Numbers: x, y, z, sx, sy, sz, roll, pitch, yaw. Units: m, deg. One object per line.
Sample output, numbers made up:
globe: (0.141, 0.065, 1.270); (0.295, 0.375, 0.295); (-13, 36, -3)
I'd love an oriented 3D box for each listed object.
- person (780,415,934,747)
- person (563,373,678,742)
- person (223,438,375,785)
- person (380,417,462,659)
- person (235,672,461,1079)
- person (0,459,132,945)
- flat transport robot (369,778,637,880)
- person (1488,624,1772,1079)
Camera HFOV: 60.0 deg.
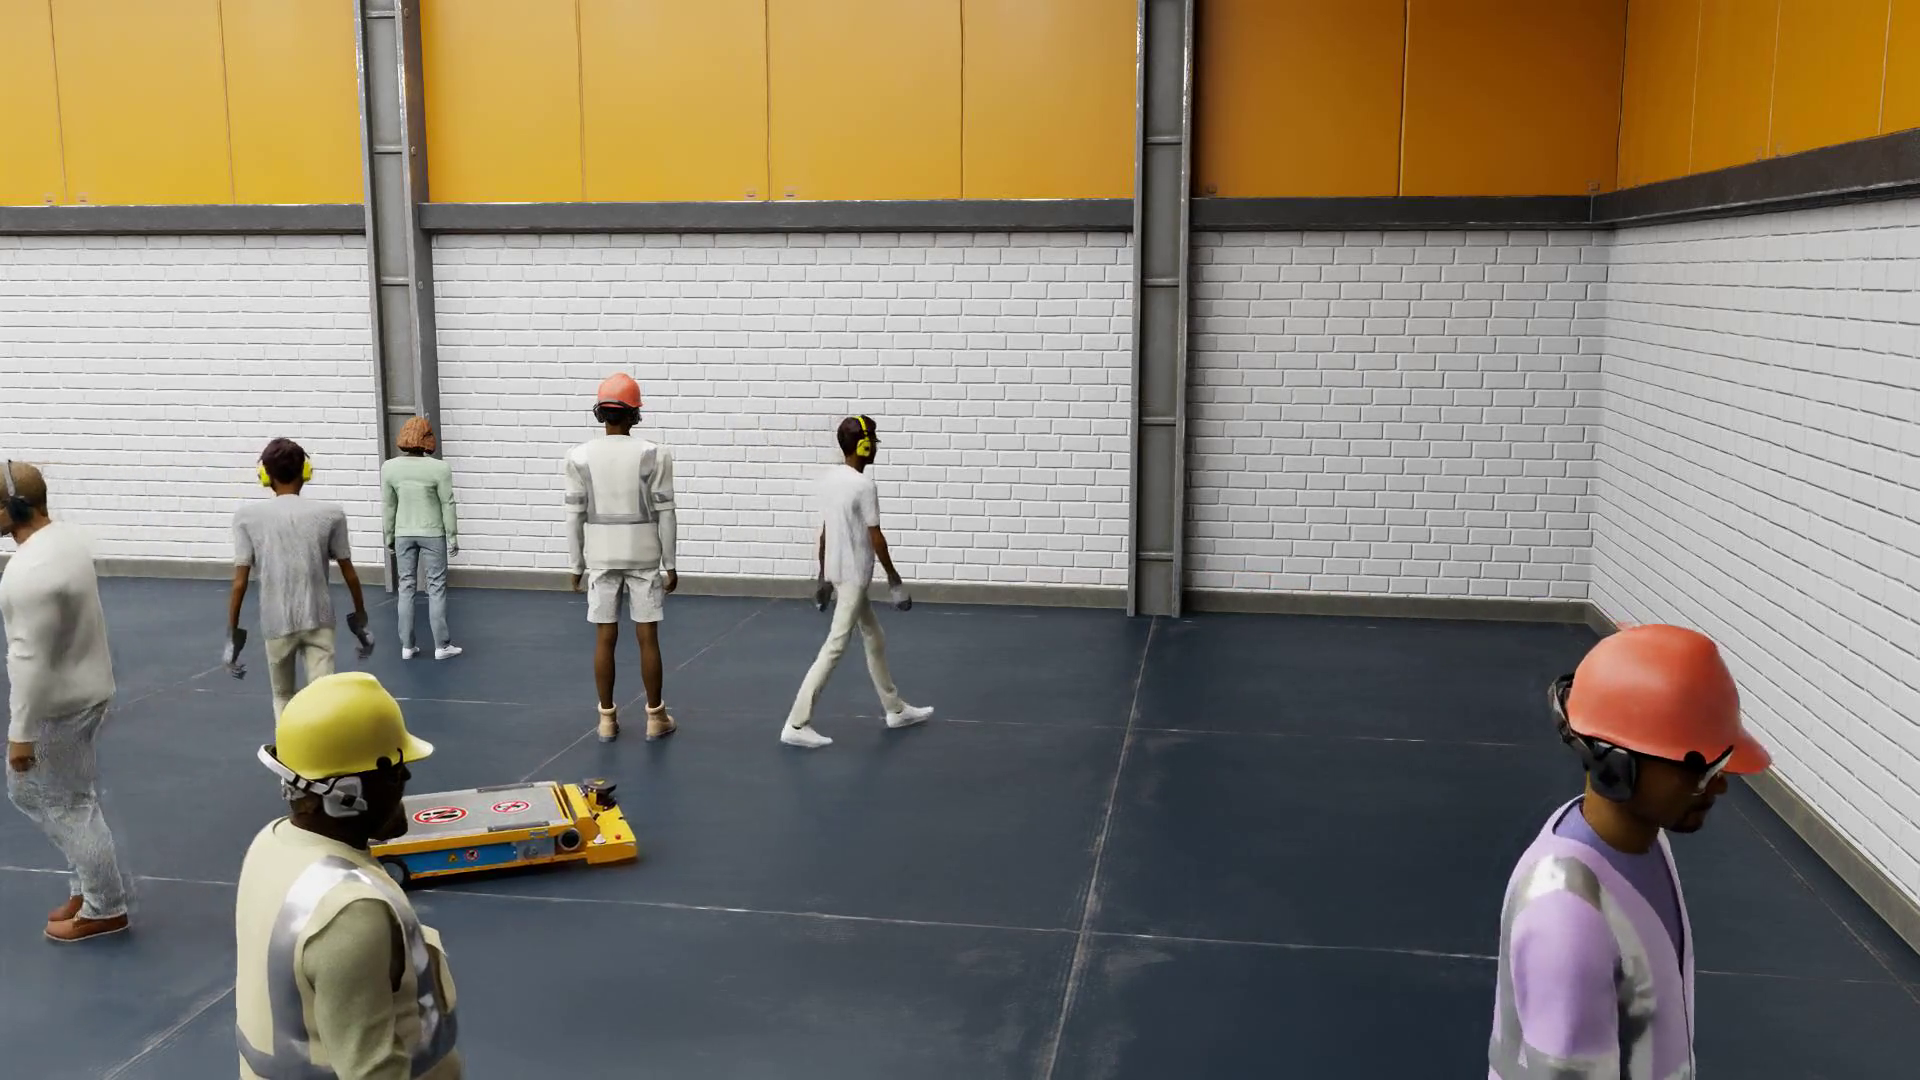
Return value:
person: (-0.588, 0.223, 9.185); (0.994, 1.819, 0.534); (-5, 10, -26)
person: (-1.860, 0.103, 9.204); (0.605, 2.045, 0.383); (0, 9, -1)
person: (-3.139, 0.425, 7.909); (0.657, 1.813, 0.936); (-4, 10, -21)
person: (-3.612, -0.009, 11.154); (0.507, 1.632, 0.264); (1, 9, 5)
person: (-1.203, 1.163, 3.317); (0.404, 1.832, 0.592); (-7, 11, -35)
person: (-3.442, 0.638, 6.299); (0.484, 1.912, 0.649); (-3, 10, -19)
flat transport robot: (-2.200, 1.291, 7.330); (1.431, 0.197, 0.652); (-3, 10, -20)
person: (1.180, 1.141, 2.832); (0.572, 2.029, 0.648); (6, 11, 33)
